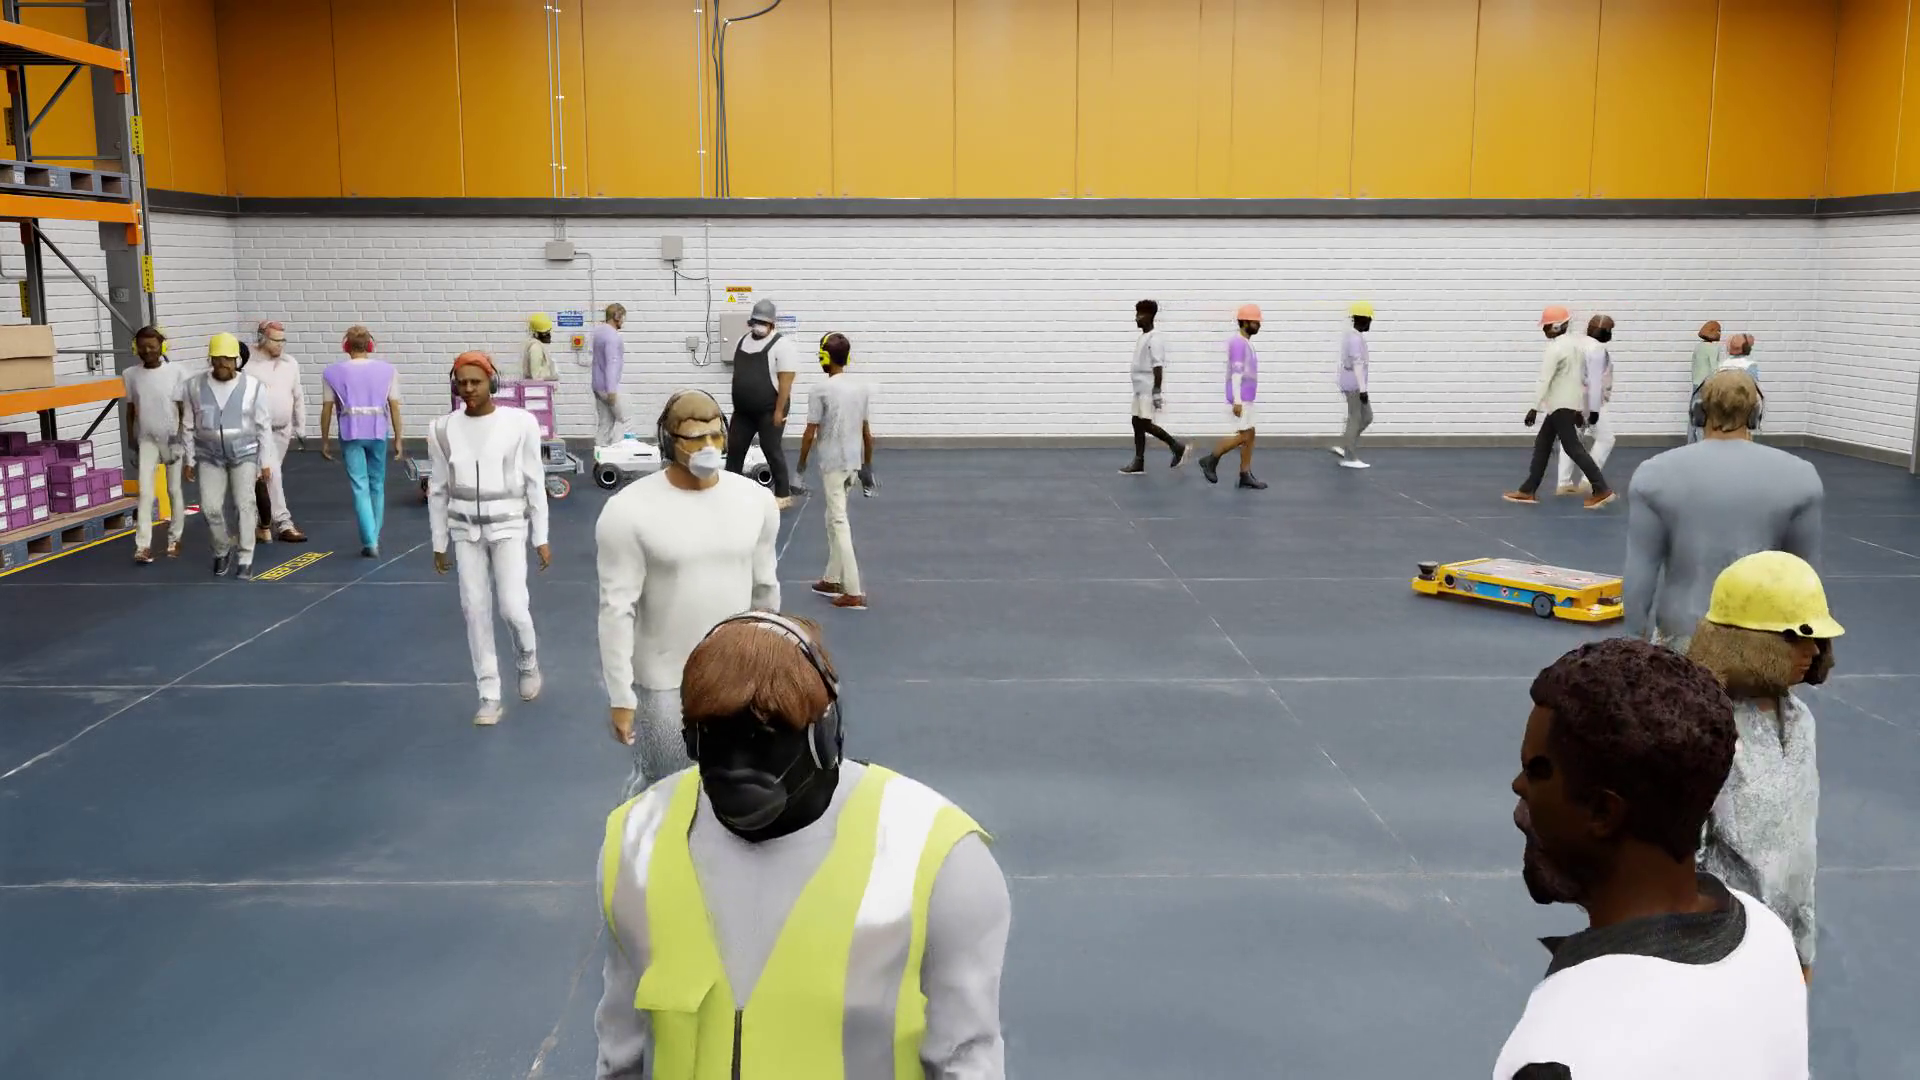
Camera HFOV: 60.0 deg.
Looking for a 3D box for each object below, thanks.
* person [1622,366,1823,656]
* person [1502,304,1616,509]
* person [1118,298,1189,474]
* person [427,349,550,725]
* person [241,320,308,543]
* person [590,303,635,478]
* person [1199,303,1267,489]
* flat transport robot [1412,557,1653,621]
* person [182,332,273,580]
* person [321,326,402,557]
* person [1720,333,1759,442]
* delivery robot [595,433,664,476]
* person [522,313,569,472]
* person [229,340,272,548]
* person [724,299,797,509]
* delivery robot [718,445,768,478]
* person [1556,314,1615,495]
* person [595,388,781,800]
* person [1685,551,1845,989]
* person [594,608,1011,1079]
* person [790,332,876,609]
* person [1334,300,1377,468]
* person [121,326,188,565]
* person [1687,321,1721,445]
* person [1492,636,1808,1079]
[{"bbox_3d":[2.750,0.336,6.041,0.650,1.919,0.641,4,10,25],"label":"person"},{"bbox_3d":[5.766,-1.268,15.824,1.047,1.948,0.614,6,11,34],"label":"person"},{"bbox_3d":[2.125,-1.677,18.287,0.679,1.946,0.611,-1,9,-9],"label":"person"},{"bbox_3d":[-2.352,-0.020,8.347,0.613,1.871,0.474,0,9,3],"label":"person"},{"bbox_3d":[-5.848,-0.920,13.978,0.981,1.851,0.678,5,11,30],"label":"person"},{"bbox_3d":[-3.754,-1.597,17.936,0.510,1.898,0.710,-4,10,-24],"label":"person"},{"bbox_3d":[2.851,-1.471,17.100,0.600,1.922,0.566,4,10,24],"label":"person"},{"bbox_3d":[3.842,0.310,11.225,0.652,0.197,1.431,-7,12,-36],"label":"flat transport robot"},{"bbox_3d":[-5.317,-0.603,12.093,0.614,1.812,0.424,-3,10,-16],"label":"person"},{"bbox_3d":[-4.805,-0.799,13.318,0.593,1.800,0.916,-5,11,-29],"label":"person"},{"bbox_3d":[7.800,-1.279,16.808,0.549,1.622,0.527,-1,9,-9],"label":"person"},{"bbox_3d":[-3.437,-0.872,17.315,0.707,0.478,0.477,-2,9,-14],"label":"delivery robot"},{"bbox_3d":[-4.725,-1.619,18.416,0.667,1.792,0.601,-3,10,-17],"label":"person"},{"bbox_3d":[-5.847,-0.778,13.532,0.320,1.698,0.531,3,10,19],"label":"person"},{"bbox_3d":[-1.908,-1.281,15.563,0.718,2.000,0.741,6,11,32],"label":"person"},{"bbox_3d":[-2.324,-0.842,17.130,0.707,0.478,0.477,-5,10,-28],"label":"delivery robot"},{"bbox_3d":[6.264,-1.325,16.540,0.581,1.810,0.713,-1,9,-5],"label":"person"},{"bbox_3d":[-0.906,0.434,5.535,0.644,1.898,1.013,-5,10,-28],"label":"person"},{"bbox_3d":[1.576,0.848,3.526,0.495,1.713,0.837,-7,12,-38],"label":"person"},{"bbox_3d":[-0.231,0.978,2.434,0.637,1.816,0.501,3,10,19],"label":"person"},{"bbox_3d":[-0.912,-0.469,11.214,0.776,1.845,0.516,8,12,40],"label":"person"},{"bbox_3d":[4.524,-1.764,18.918,0.407,1.912,0.601,3,10,16],"label":"person"},{"bbox_3d":[-6.186,-0.720,12.792,0.497,1.818,0.931,-2,10,-15],"label":"person"},{"bbox_3d":[9.147,-1.865,20.394,0.276,1.631,0.507,-1,9,-5],"label":"person"},{"bbox_3d":[0.785,1.032,1.936,0.602,1.873,1.023,-9,13,-44],"label":"person"}]
